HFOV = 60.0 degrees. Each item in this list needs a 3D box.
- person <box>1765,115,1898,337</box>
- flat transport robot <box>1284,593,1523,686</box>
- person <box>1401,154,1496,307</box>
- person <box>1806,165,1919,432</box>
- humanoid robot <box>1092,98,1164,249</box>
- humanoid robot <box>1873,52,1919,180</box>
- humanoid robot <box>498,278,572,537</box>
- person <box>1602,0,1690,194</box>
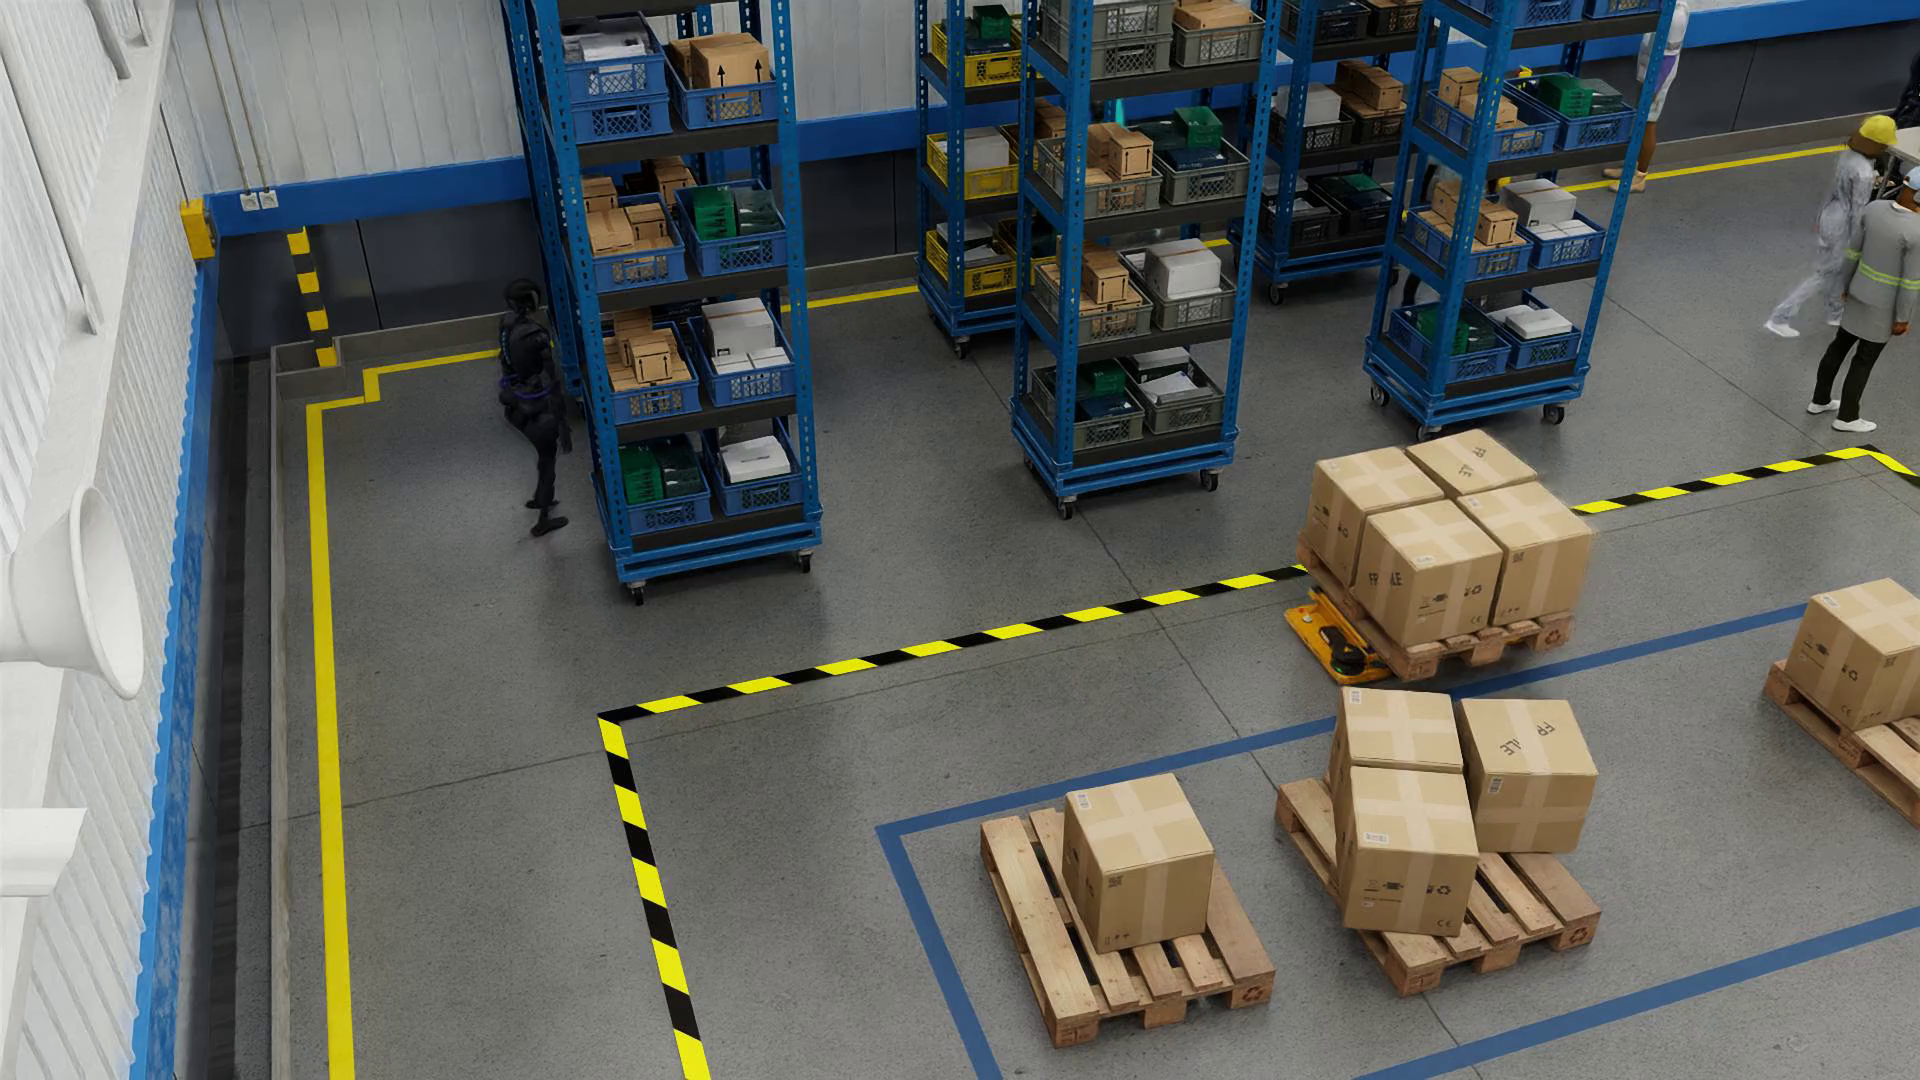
[{"bbox_3d":[6.397,-2.265,12.020,0.718,1.696,0.480,7,36,10],"label":"person"},{"bbox_3d":[2.639,0.418,9.438,1.431,0.197,0.652,-11,37,-15],"label":"flat transport robot"},{"bbox_3d":[3.575,-2.379,12.056,0.513,1.859,0.372,5,35,7],"label":"person"},{"bbox_3d":[6.047,-1.588,10.938,0.404,1.847,0.587,-9,36,-12],"label":"person"},{"bbox_3d":[1.338,-2.784,12.612,0.735,1.677,0.533,11,37,16],"label":"humanoid robot"},{"bbox_3d":[7.974,-3.548,13.895,0.488,1.641,0.602,10,36,13],"label":"humanoid robot"},{"bbox_3d":[-2.551,-0.793,9.951,0.614,1.646,0.377,29,44,35],"label":"humanoid robot"},{"bbox_3d":[5.860,-3.943,14.117,0.388,2.034,0.604,7,36,10],"label":"person"}]
